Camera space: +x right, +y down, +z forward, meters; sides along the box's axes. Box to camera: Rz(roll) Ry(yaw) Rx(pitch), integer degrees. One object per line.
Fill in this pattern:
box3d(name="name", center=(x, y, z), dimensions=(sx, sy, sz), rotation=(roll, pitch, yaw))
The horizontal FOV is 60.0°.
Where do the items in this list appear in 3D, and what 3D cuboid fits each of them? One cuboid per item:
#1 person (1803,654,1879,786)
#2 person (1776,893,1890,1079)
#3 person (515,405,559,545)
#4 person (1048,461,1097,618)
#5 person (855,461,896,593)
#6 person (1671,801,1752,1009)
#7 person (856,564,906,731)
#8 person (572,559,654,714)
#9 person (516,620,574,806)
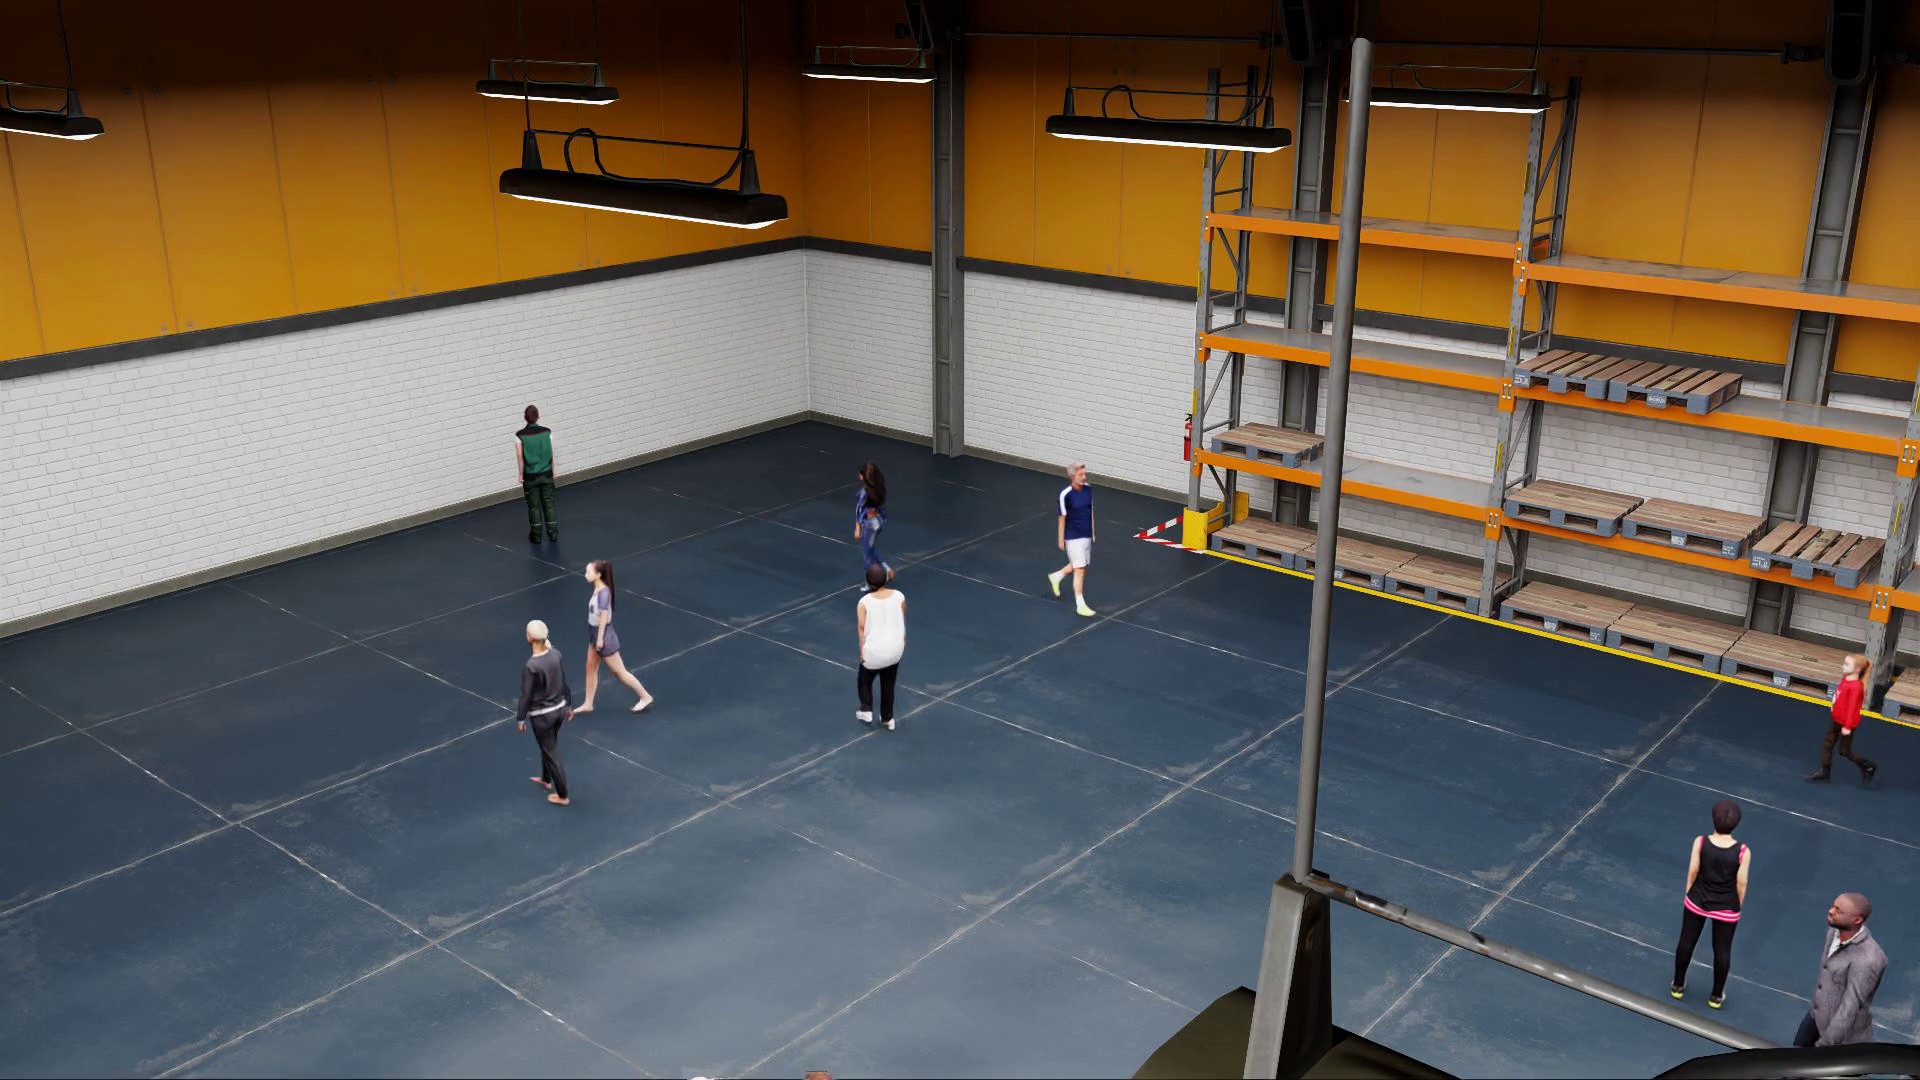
box3d(name="person", center=(8.058, 1.645, 15.042), dimensions=(0.881, 1.267, 0.753), rotation=(2, 19, 7))
box3d(name="person", center=(5.471, 3.013, 10.198), dimensions=(1.263, 1.766, 1.156), rotation=(0, 19, 1))
box3d(name="person", center=(-5.485, -0.863, 21.588), dimensions=(0.728, 1.842, 0.730), rotation=(-8, 20, -23))
box3d(name="person", center=(1.302, -0.056, 19.230), dimensions=(0.679, 1.819, 1.085), rotation=(-17, 25, -41))
box3d(name="person", center=(-0.986, -0.140, 19.791), dimensions=(0.793, 1.618, 0.743), rotation=(6, 20, 17))
box3d(name="person", center=(5.361, 2.574, 11.842), dimensions=(0.485, 1.549, 0.620), rotation=(11, 22, 30))
box3d(name="person", center=(-0.752, 1.059, 16.146), dimensions=(0.791, 1.673, 0.840), rotation=(-7, 20, -20))
box3d(name="person", center=(-3.421, 0.982, 16.472), dimensions=(1.012, 1.611, 1.072), rotation=(-7, 20, -19))
box3d(name="person", center=(-3.582, 1.537, 14.672), dimensions=(0.855, 1.708, 0.715), rotation=(11, 21, 29))
